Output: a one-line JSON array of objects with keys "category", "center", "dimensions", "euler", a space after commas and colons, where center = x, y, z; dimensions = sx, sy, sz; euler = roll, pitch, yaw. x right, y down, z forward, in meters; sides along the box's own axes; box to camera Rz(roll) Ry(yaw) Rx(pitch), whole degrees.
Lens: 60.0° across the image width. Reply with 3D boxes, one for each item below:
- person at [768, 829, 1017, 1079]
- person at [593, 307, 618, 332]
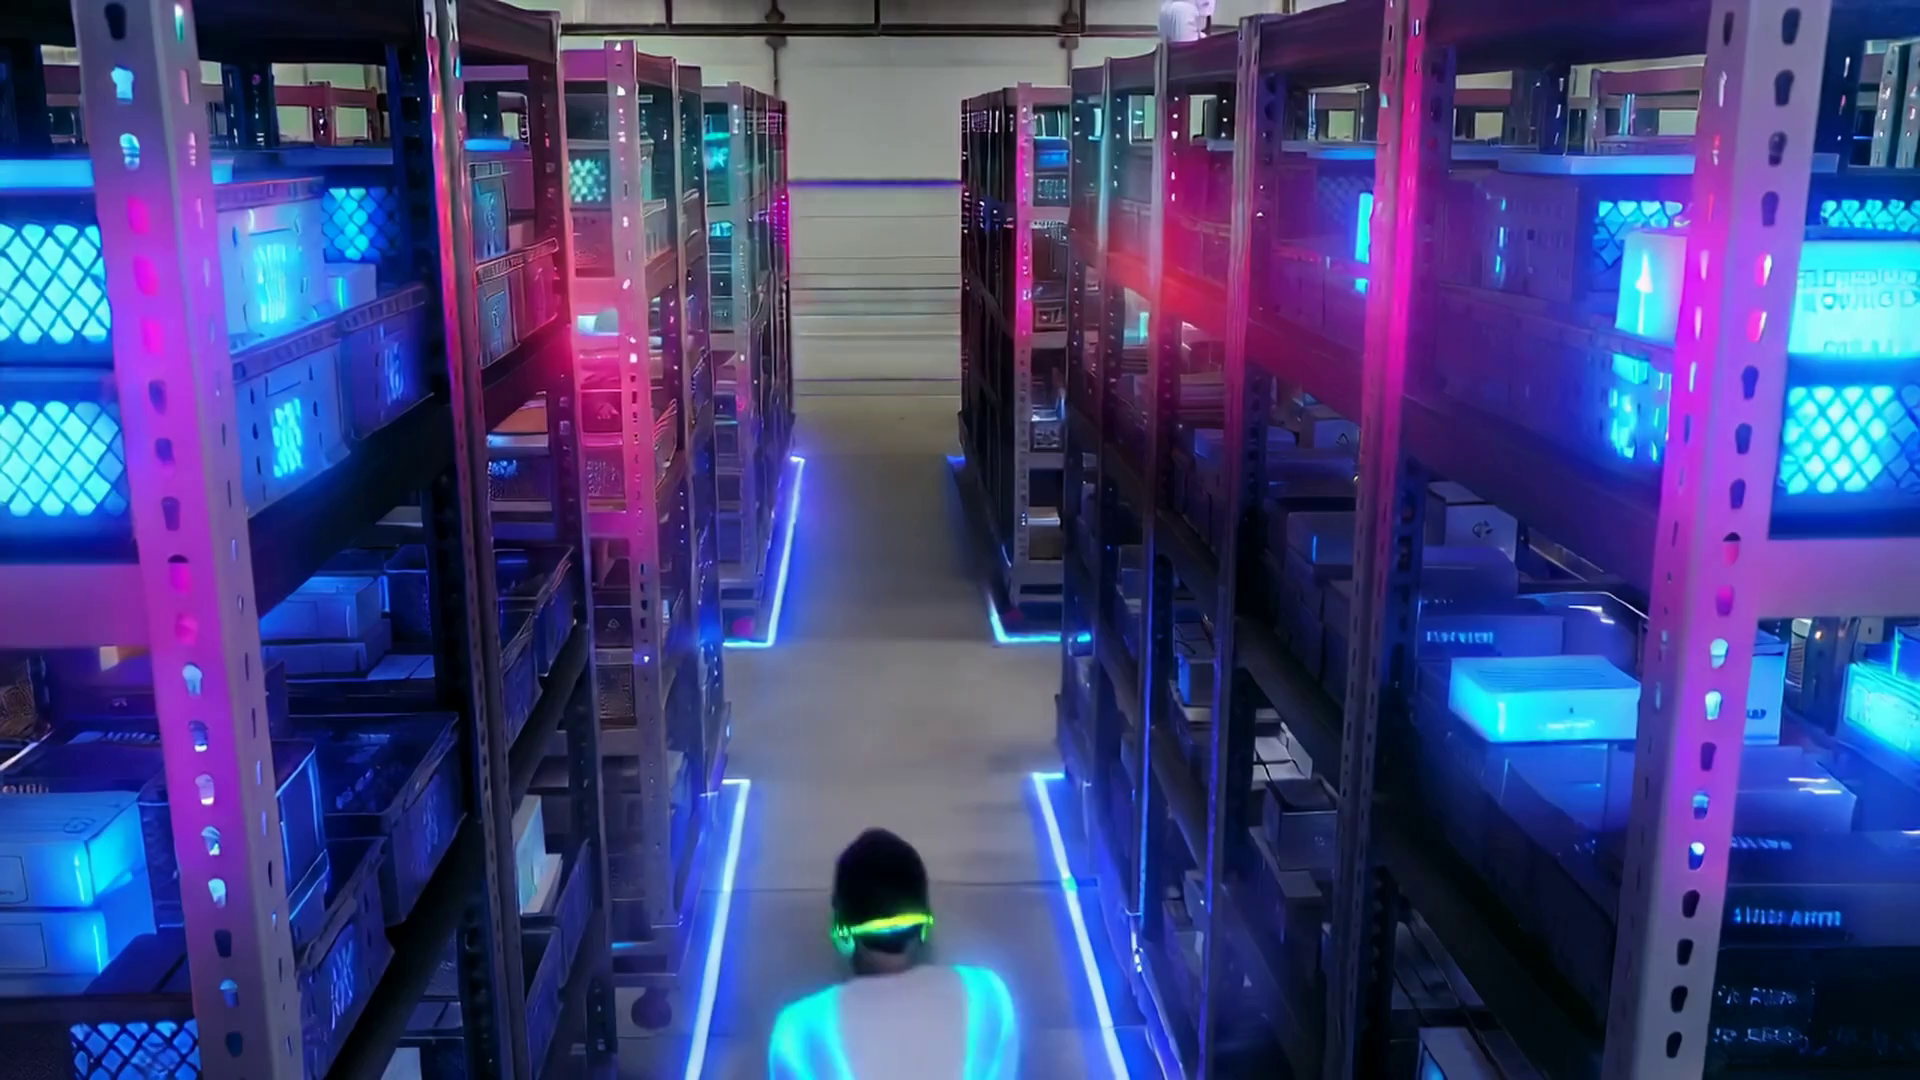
[{"category": "person", "center": [-0.129, 1.548, 3.771], "dimensions": [0.600, 1.809, 0.772], "euler": [-5, 15, -21]}, {"category": "person", "center": [-3.636, -1.819, 17.397], "dimensions": [0.934, 1.808, 0.589], "euler": [-3, 14, -11]}]
